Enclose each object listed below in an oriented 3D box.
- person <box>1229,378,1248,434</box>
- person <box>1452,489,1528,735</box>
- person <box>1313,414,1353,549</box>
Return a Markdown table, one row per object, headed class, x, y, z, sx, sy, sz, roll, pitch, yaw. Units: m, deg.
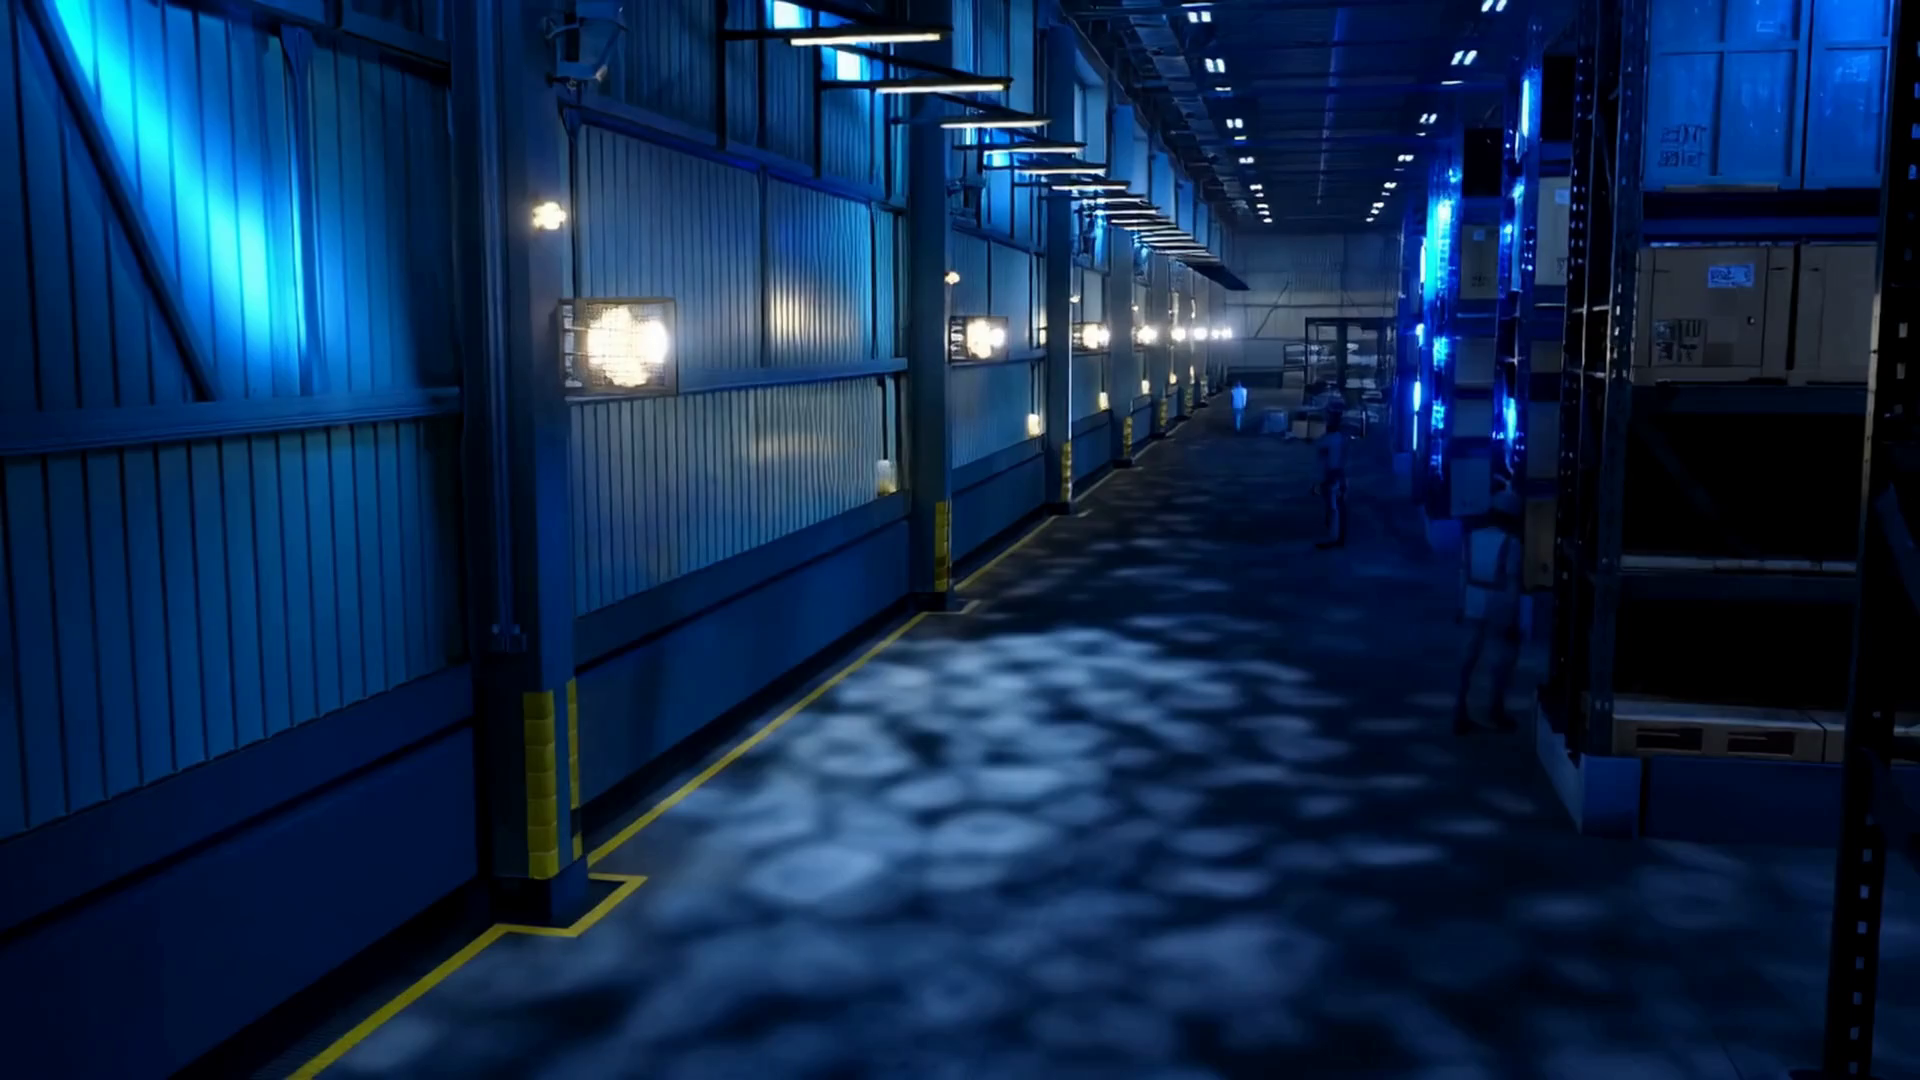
| class | x | y | z | sx | sy | sz | roll | pitch | yaw |
| --- | --- | --- | --- | --- | --- | --- | --- | --- | --- |
| person | 8.495 | -4.072 | 50.640 | 0.566 | 1.722 | 0.746 | 0 | 7 | -3 |
| person | 4.108 | 0.551 | 12.846 | 0.721 | 1.893 | 0.706 | -5 | 9 | -34 |
| person | 5.330 | -0.838 | 23.838 | 0.630 | 1.940 | 0.371 | -4 | 8 | -27 |
